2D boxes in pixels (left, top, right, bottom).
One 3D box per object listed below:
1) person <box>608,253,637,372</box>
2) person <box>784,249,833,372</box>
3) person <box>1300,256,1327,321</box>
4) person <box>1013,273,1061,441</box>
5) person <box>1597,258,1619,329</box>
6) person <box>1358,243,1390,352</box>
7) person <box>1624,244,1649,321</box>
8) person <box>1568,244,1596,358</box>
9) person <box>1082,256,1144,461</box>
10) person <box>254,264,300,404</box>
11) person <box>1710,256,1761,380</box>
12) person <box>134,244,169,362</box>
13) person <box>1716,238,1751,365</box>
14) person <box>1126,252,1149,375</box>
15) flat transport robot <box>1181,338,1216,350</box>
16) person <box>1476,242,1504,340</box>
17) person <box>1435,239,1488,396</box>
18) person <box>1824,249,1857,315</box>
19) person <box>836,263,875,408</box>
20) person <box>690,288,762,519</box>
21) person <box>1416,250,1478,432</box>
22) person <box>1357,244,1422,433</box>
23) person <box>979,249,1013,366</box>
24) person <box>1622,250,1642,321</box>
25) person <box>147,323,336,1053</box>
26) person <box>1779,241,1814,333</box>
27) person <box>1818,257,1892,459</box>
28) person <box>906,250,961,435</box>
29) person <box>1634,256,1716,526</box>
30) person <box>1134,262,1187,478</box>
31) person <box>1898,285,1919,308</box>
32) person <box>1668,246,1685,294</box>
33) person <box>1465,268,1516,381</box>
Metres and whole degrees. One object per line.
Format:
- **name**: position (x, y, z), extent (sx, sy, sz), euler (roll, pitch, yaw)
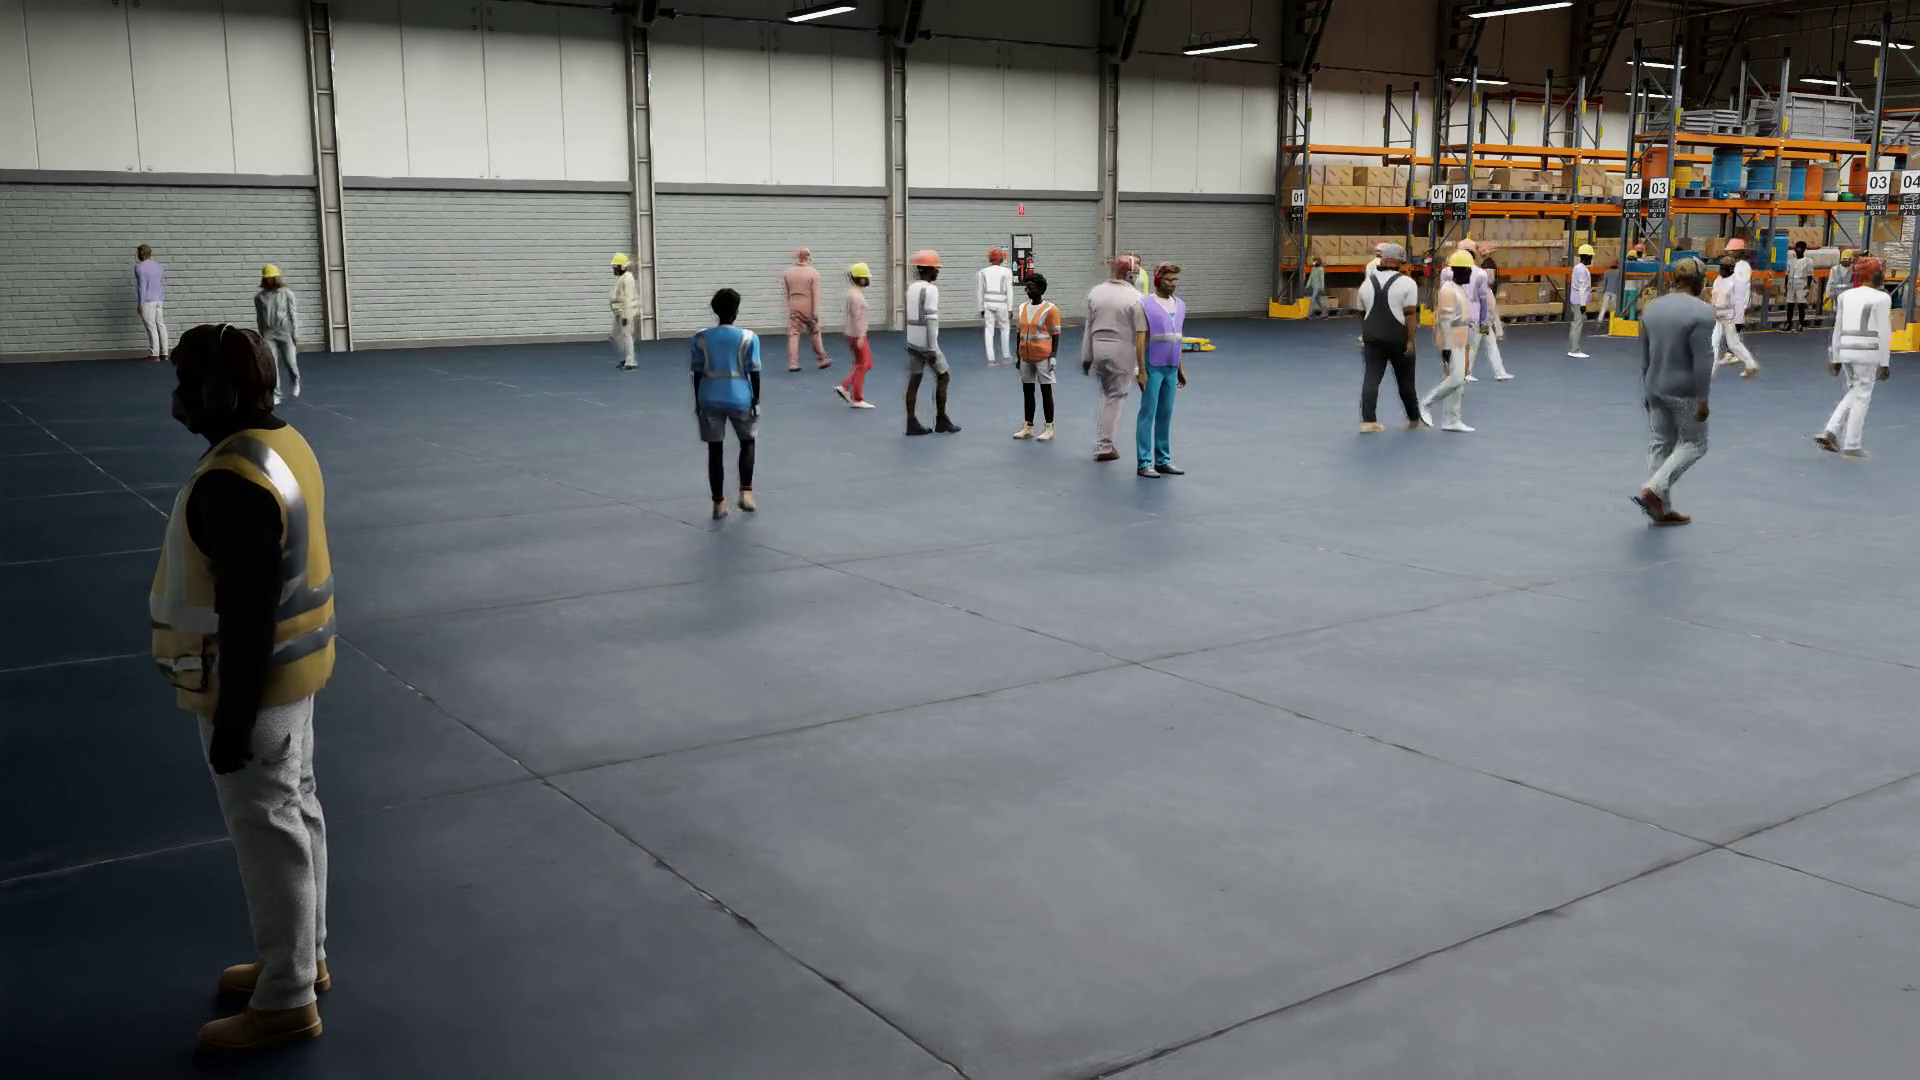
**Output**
- **person**: position (-5.164, -3.477, 25.432), extent (0.447, 1.811, 0.617), euler (-5, 11, -24)
- **person**: position (-2.347, -3.533, 25.622), extent (0.647, 1.867, 0.951), euler (5, 11, 24)
- **person**: position (8.757, -6.193, 40.944), extent (0.825, 1.592, 0.506), euler (-3, 11, -14)
- **person**: position (0.770, -1.846, 16.823), extent (0.540, 1.695, 0.317), euler (9, 14, 40)
- **person**: position (14.507, -5.480, 37.047), extent (0.885, 1.588, 0.510), euler (-9, 14, -42)
- **person**: position (7.395, -4.307, 29.597), extent (0.549, 1.952, 0.648), euler (-4, 11, -21)
- **person**: position (15.553, -5.864, 38.326), extent (0.985, 1.897, 0.559), euler (-9, 13, -40)
- **person**: position (10.636, -4.084, 28.456), extent (0.368, 1.925, 0.594), euler (2, 11, 12)
- **person**: position (1.487, -1.669, 15.345), extent (0.675, 1.878, 0.659), euler (9, 14, 41)
- **person**: position (-8.462, -2.561, 20.664), extent (0.489, 1.732, 0.603), euler (-2, 10, -9)
- **person**: position (11.109, -3.185, 23.919), extent (0.850, 1.800, 0.653), euler (-3, 11, -14)
- **person**: position (-13.404, -3.922, 27.538), extent (0.355, 1.937, 0.635), euler (1, 10, 8)
- **person**: position (12.306, -3.790, 26.567), extent (0.428, 2.025, 0.617), euler (0, 10, -1)
- **person**: position (2.595, -3.377, 24.858), extent (0.430, 1.838, 0.632), euler (4, 11, 21)
- **flat transport robot**: position (3.824, -3.530, 29.962), extent (1.431, 0.197, 0.652), euler (-4, 11, -19)
- **person**: position (10.392, -4.920, 33.019), extent (1.037, 1.933, 0.645), euler (1, 10, 4)
- **person**: position (6.524, -2.898, 21.692), extent (0.654, 2.018, 0.751), euler (2, 10, 9)
- **person**: position (17.504, -4.851, 33.007), extent (0.790, 1.799, 0.612), euler (-10, 14, -44)
- **person**: position (-1.216, -2.447, 19.969), extent (0.412, 1.748, 0.540), euler (0, 10, -3)
- **person**: position (-1.711, -1.005, 12.247), extent (0.548, 1.680, 0.480), euler (0, 10, 3)
- **person**: position (5.186, -2.090, 17.549), extent (0.512, 1.915, 0.603), euler (7, 12, 32)
- **person**: position (4.586, -2.167, 17.639), extent (0.695, 2.000, 1.038), euler (9, 14, 41)
- **person**: position (0.616, -3.730, 26.705), extent (0.612, 1.852, 0.854), euler (4, 11, 19)
- **person**: position (14.588, -5.418, 36.205), extent (0.296, 1.772, 0.533), euler (-9, 14, -40)
- **person**: position (-1.824, 0.372, 4.265), extent (0.429, 1.843, 0.633), euler (-2, 11, -13)
- **person**: position (17.923, -5.408, 35.606), extent (0.367, 1.966, 0.607), euler (-6, 12, -32)
- **person**: position (8.345, -1.671, 15.379), extent (0.406, 1.873, 0.574), euler (-2, 11, -12)
- **person**: position (-0.271, -2.047, 17.318), extent (0.750, 1.911, 0.578), euler (-7, 12, -32)
- **person**: position (5.038, -1.033, 11.740), extent (0.469, 1.925, 0.651), euler (-4, 11, -21)
- **person**: position (1.719, -1.466, 14.337), extent (0.563, 1.842, 0.390), euler (-9, 14, -41)
- **person**: position (19.194, -4.987, 33.413), extent (0.626, 1.934, 0.363), euler (5, 12, 27)
- **person**: position (17.530, -6.237, 40.517), extent (0.914, 1.829, 0.558), euler (-8, 13, -36)
- **person**: position (7.506, -3.031, 23.557), extent (0.818, 1.597, 0.535), euler (7, 12, 32)
